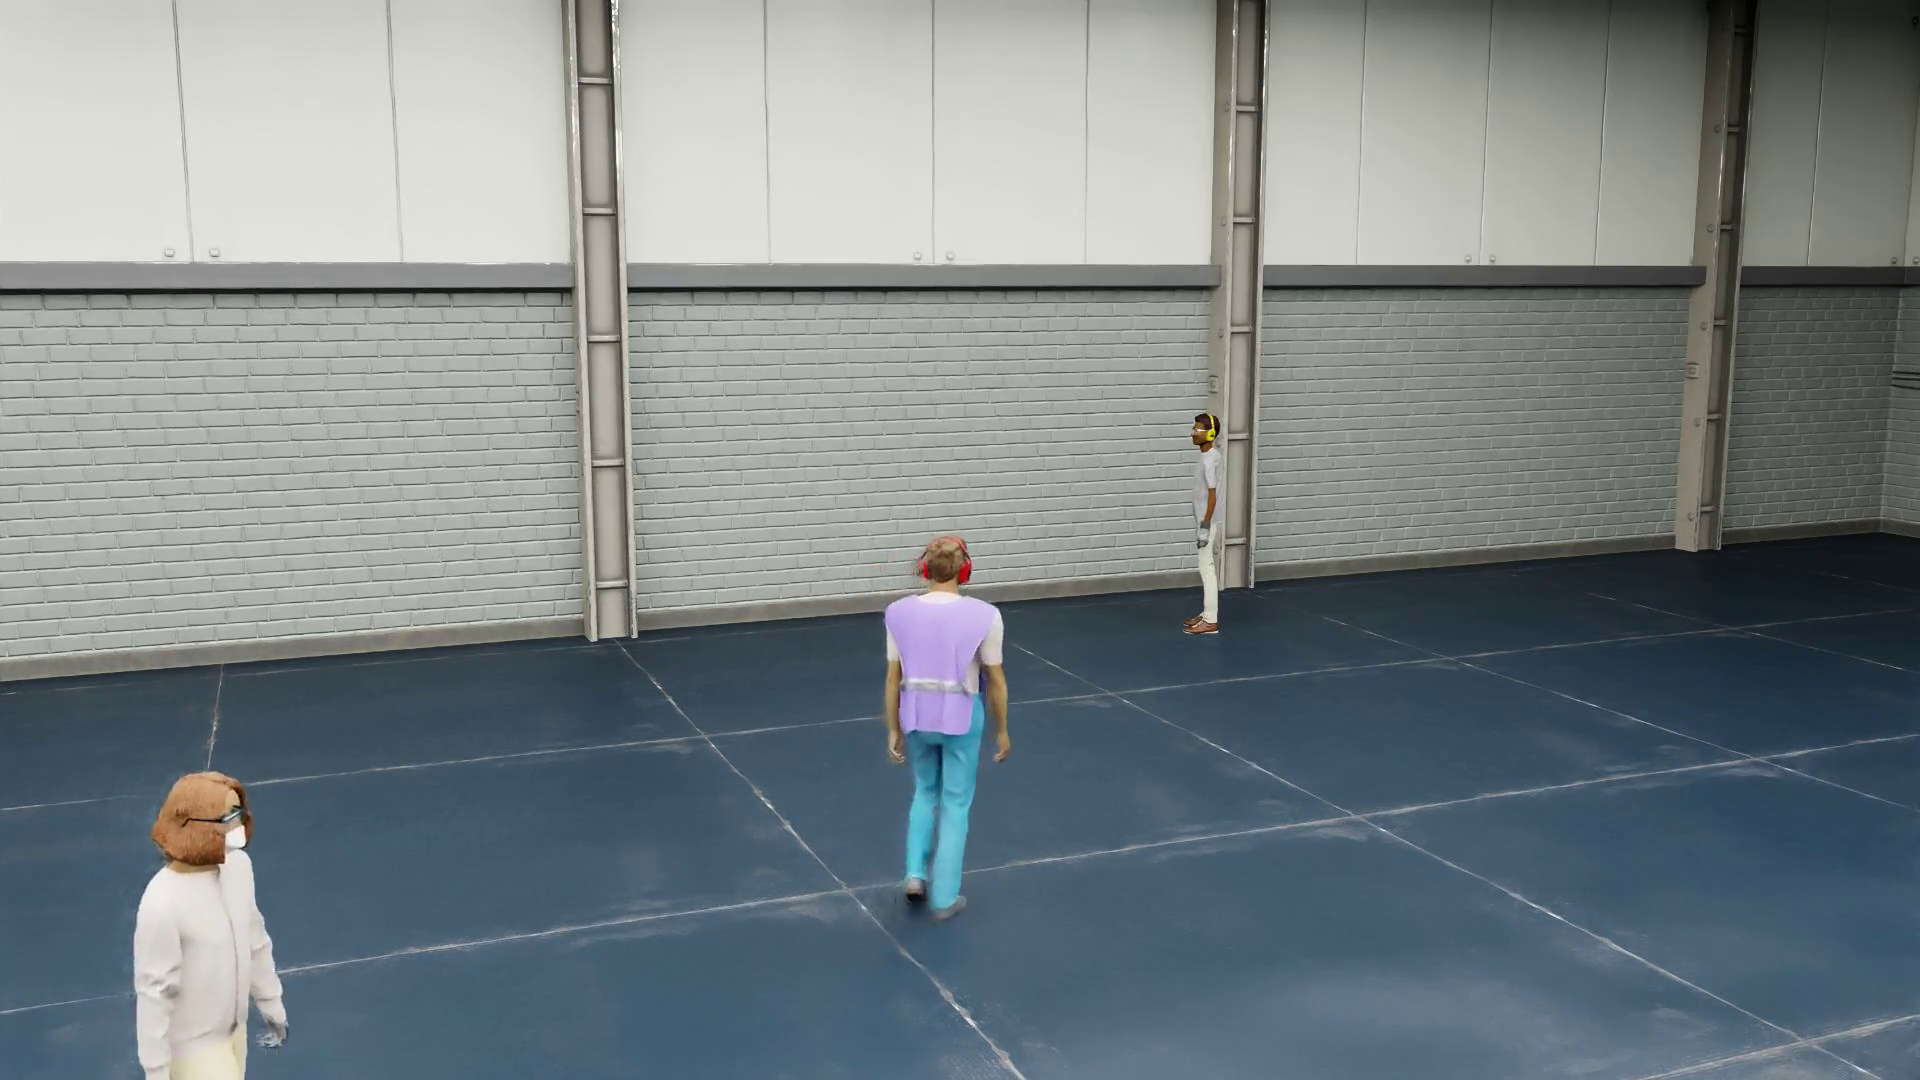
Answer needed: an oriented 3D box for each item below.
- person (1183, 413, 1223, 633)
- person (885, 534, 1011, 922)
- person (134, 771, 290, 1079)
[{"bbox_3d":[2.067,-0.141,14.120,0.318,1.876,0.531,1,9,8],"label":"person"},{"bbox_3d":[-0.060,0.886,7.831,0.574,1.829,0.450,3,10,20],"label":"person"},{"bbox_3d":[-2.125,1.460,4.839,0.451,1.614,0.531,1,9,4],"label":"person"}]
